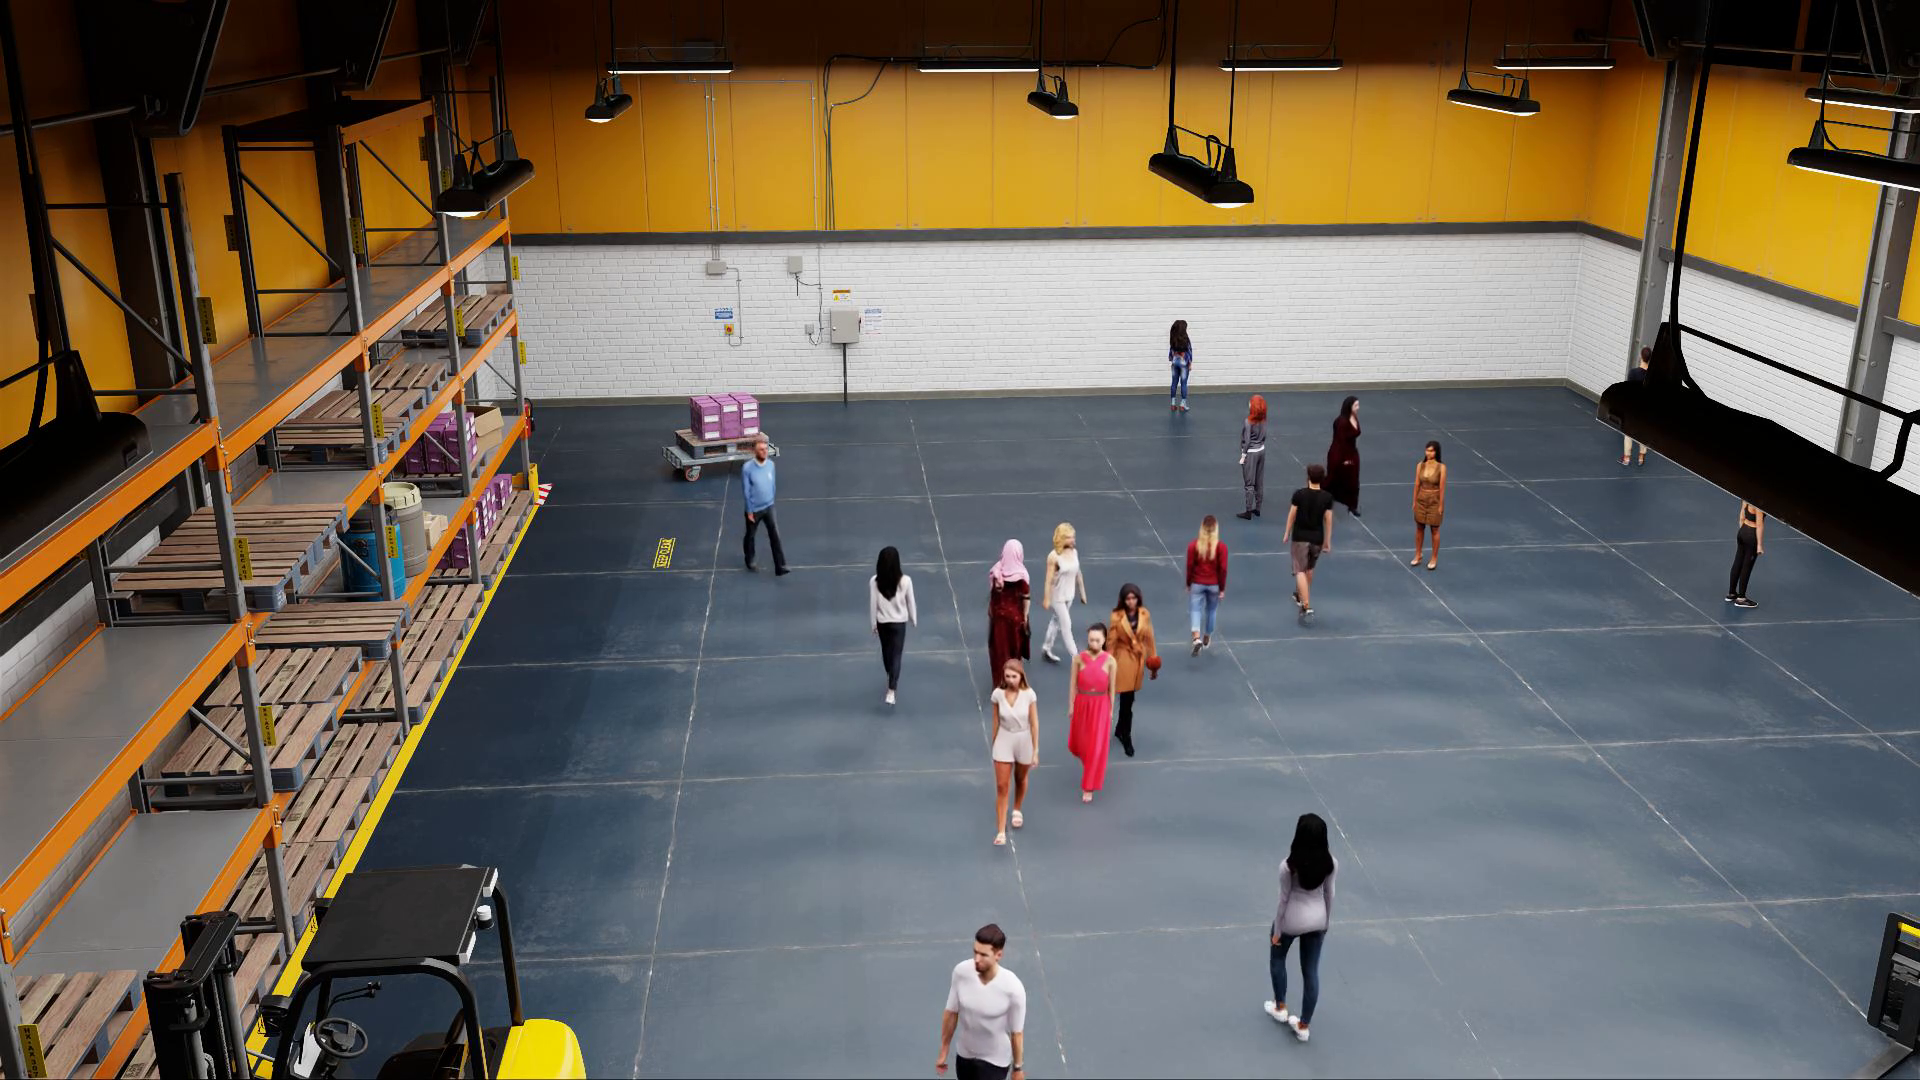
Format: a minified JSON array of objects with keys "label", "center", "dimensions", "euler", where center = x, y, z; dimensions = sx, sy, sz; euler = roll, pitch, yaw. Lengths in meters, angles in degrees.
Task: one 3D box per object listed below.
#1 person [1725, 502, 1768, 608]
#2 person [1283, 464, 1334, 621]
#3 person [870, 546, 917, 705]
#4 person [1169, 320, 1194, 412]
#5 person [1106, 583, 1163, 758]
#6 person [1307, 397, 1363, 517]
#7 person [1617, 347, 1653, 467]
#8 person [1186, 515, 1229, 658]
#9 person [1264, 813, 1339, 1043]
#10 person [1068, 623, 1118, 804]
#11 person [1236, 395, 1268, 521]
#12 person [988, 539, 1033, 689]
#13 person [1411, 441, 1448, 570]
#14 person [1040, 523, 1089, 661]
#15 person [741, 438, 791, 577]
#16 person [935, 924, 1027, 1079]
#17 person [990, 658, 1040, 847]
[{"label":"person","center":[9.533,-0.013,20.102],"dimensions":[0.632,1.643,0.431],"euler":[-3,19,-7]},{"label":"person","center":[4.119,0.038,19.652],"dimensions":[0.671,1.834,1.182],"euler":[-2,19,-5]},{"label":"person","center":[-0.715,0.914,17.319],"dimensions":[0.778,1.663,1.176],"euler":[2,19,6]},{"label":"person","center":[3.880,-3.085,29.267],"dimensions":[0.692,1.616,0.741],"euler":[13,23,34]},{"label":"person","center":[1.628,1.213,16.369],"dimensions":[0.797,1.702,0.860],"euler":[-5,19,-16]},{"label":"person","center":[5.294,-1.165,23.413],"dimensions":[1.171,1.713,1.062],"euler":[17,25,41]},{"label":"person","center":[10.591,-2.085,25.918],"dimensions":[0.645,1.859,0.530],"euler":[0,19,-1]},{"label":"person","center":[2.731,0.537,18.518],"dimensions":[0.724,1.612,1.007],"euler":[2,19,7]},{"label":"person","center":[2.449,2.768,11.714],"dimensions":[0.660,1.726,0.704],"euler":[-4,19,-11]},{"label":"person","center":[1.226,1.549,15.367],"dimensions":[0.744,1.705,1.034],"euler":[4,19,11]},{"label":"person","center":[4.118,-1.175,23.340],"dimensions":[0.657,1.779,0.680],"euler":[-15,24,-38]},{"label":"person","center":[0.495,0.809,17.700],"dimensions":[0.835,1.618,1.134],"euler":[4,19,12]},{"label":"person","center":[6.028,-0.460,21.360],"dimensions":[0.631,1.687,0.690],"euler":[15,24,38]},{"label":"person","center":[1.063,0.597,18.309],"dimensions":[1.102,1.632,1.017],"euler":[17,25,41]},{"label":"person","center":[-2.602,-0.427,21.144],"dimensions":[1.009,1.764,1.240],"euler":[-12,22,-31]},{"label":"person","center":[0.184,3.171,10.365],"dimensions":[1.132,1.823,1.253],"euler":[12,22,32]},{"label":"person","center":[0.501,1.801,14.690],"dimensions":[0.733,1.659,1.086],"euler":[2,19,5]}]
